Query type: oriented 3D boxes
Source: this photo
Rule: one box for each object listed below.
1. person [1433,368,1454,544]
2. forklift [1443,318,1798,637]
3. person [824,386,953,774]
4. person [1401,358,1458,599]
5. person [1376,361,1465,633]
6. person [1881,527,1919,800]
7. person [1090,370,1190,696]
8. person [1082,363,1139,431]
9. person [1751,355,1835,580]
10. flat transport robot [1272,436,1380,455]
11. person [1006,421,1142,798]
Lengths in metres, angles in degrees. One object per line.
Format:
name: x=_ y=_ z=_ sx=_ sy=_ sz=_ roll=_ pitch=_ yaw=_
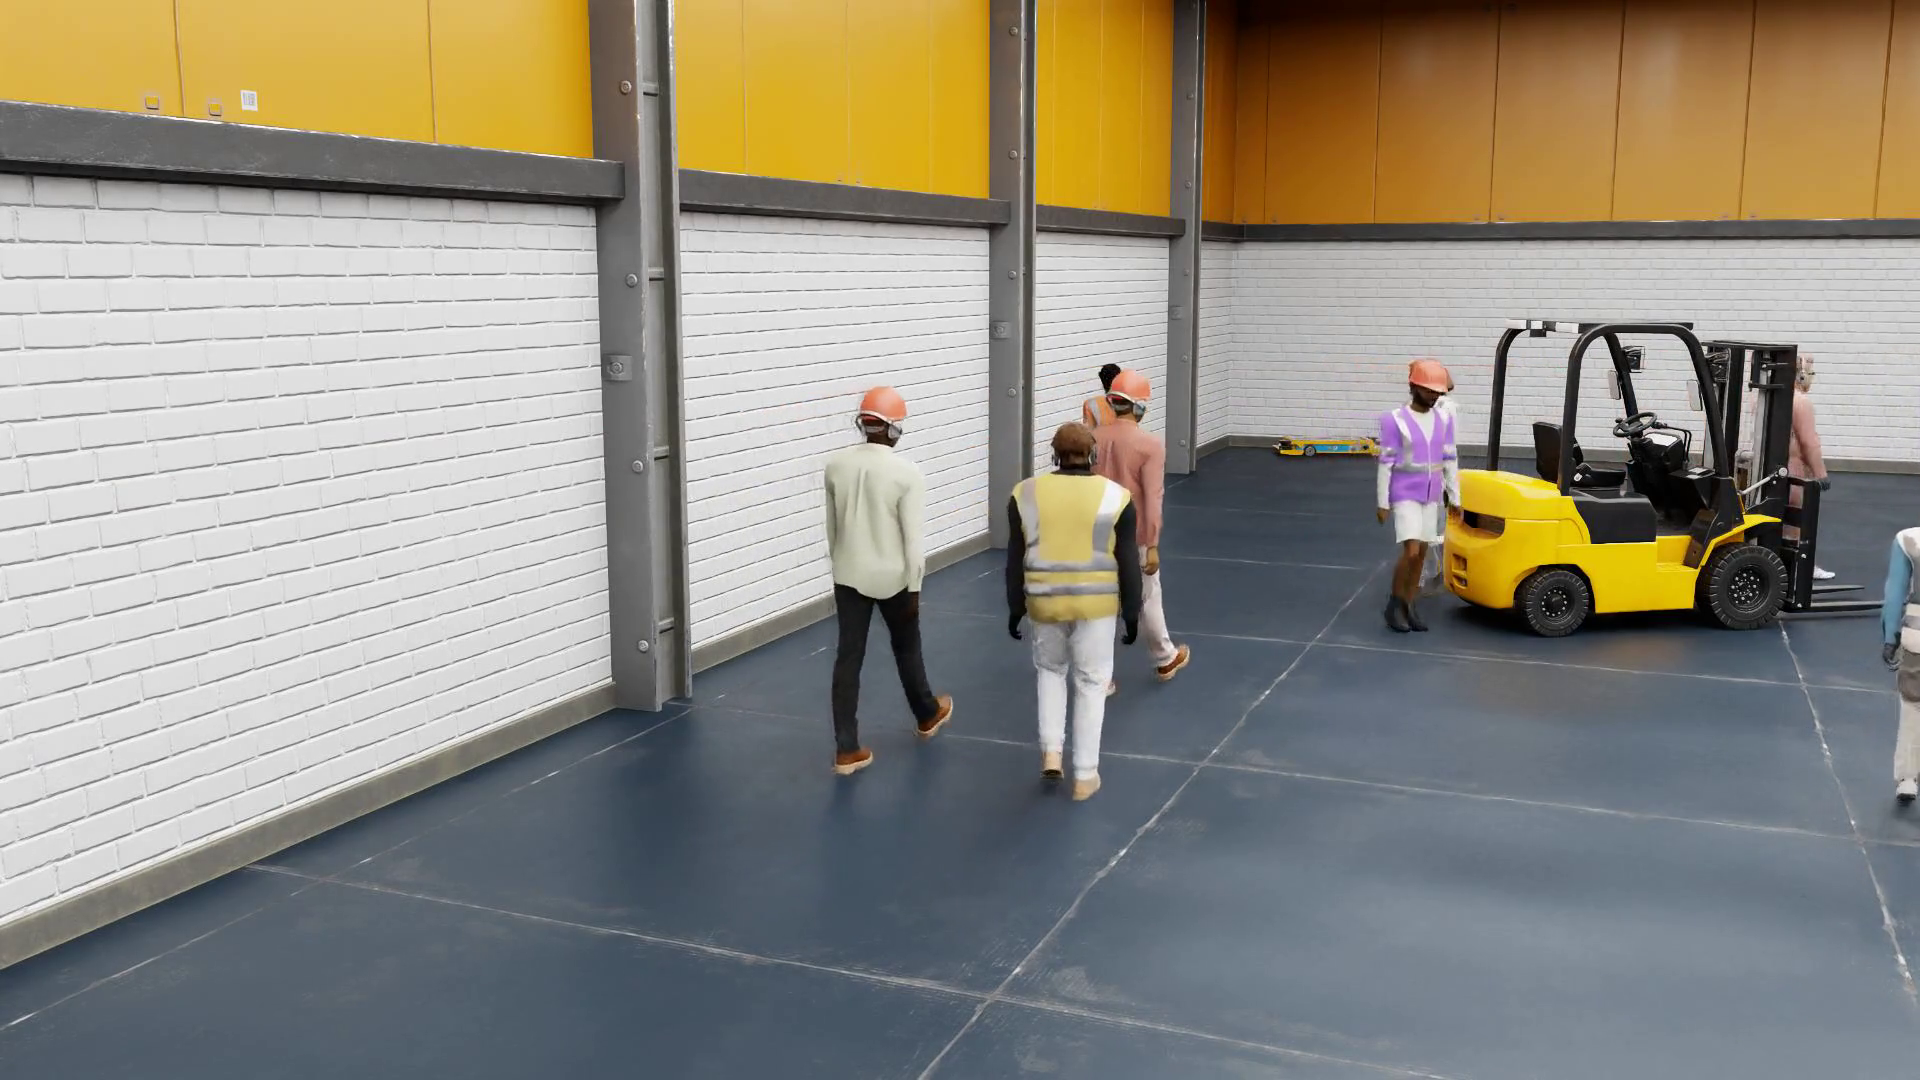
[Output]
person: x=4.422 y=-0.783 z=15.416 sx=0.266 sy=1.632 sz=0.507 roll=6 pitch=11 yaw=32
forklift: x=4.706 y=-0.497 z=11.990 sx=2.313 sy=2.155 sz=1.214 roll=-2 pitch=10 yaw=-10
person: x=-0.387 y=0.174 z=8.662 sx=0.630 sy=1.935 sz=1.040 roll=4 pitch=10 yaw=25
person: x=3.492 y=-0.446 z=12.651 sx=0.423 sy=1.869 sz=0.610 roll=-4 pitch=10 yaw=-23
person: x=3.208 y=-0.291 z=11.600 sx=0.545 sy=1.908 sz=0.475 roll=-4 pitch=10 yaw=-22
person: x=4.585 y=0.490 z=7.723 sx=0.531 sy=1.619 sz=0.502 roll=7 pitch=11 yaw=35
person: x=1.021 y=-0.047 z=10.009 sx=0.649 sy=1.939 sz=1.005 roll=8 pitch=12 yaw=38
person: x=1.361 y=-0.752 z=15.066 sx=0.530 sy=1.691 sz=0.321 roll=-1 pitch=9 yaw=-5
person: x=6.640 y=-0.559 z=13.413 sx=0.968 sy=1.859 sz=0.626 roll=1 pitch=9 yaw=5
flat transport robot: x=5.015 y=-1.290 z=22.606 sx=1.431 sy=0.197 sz=0.652 roll=0 pitch=9 yaw=0
person: x=0.556 y=0.337 z=8.061 sx=0.660 sy=1.822 sz=0.456 roll=2 pitch=10 yaw=13
